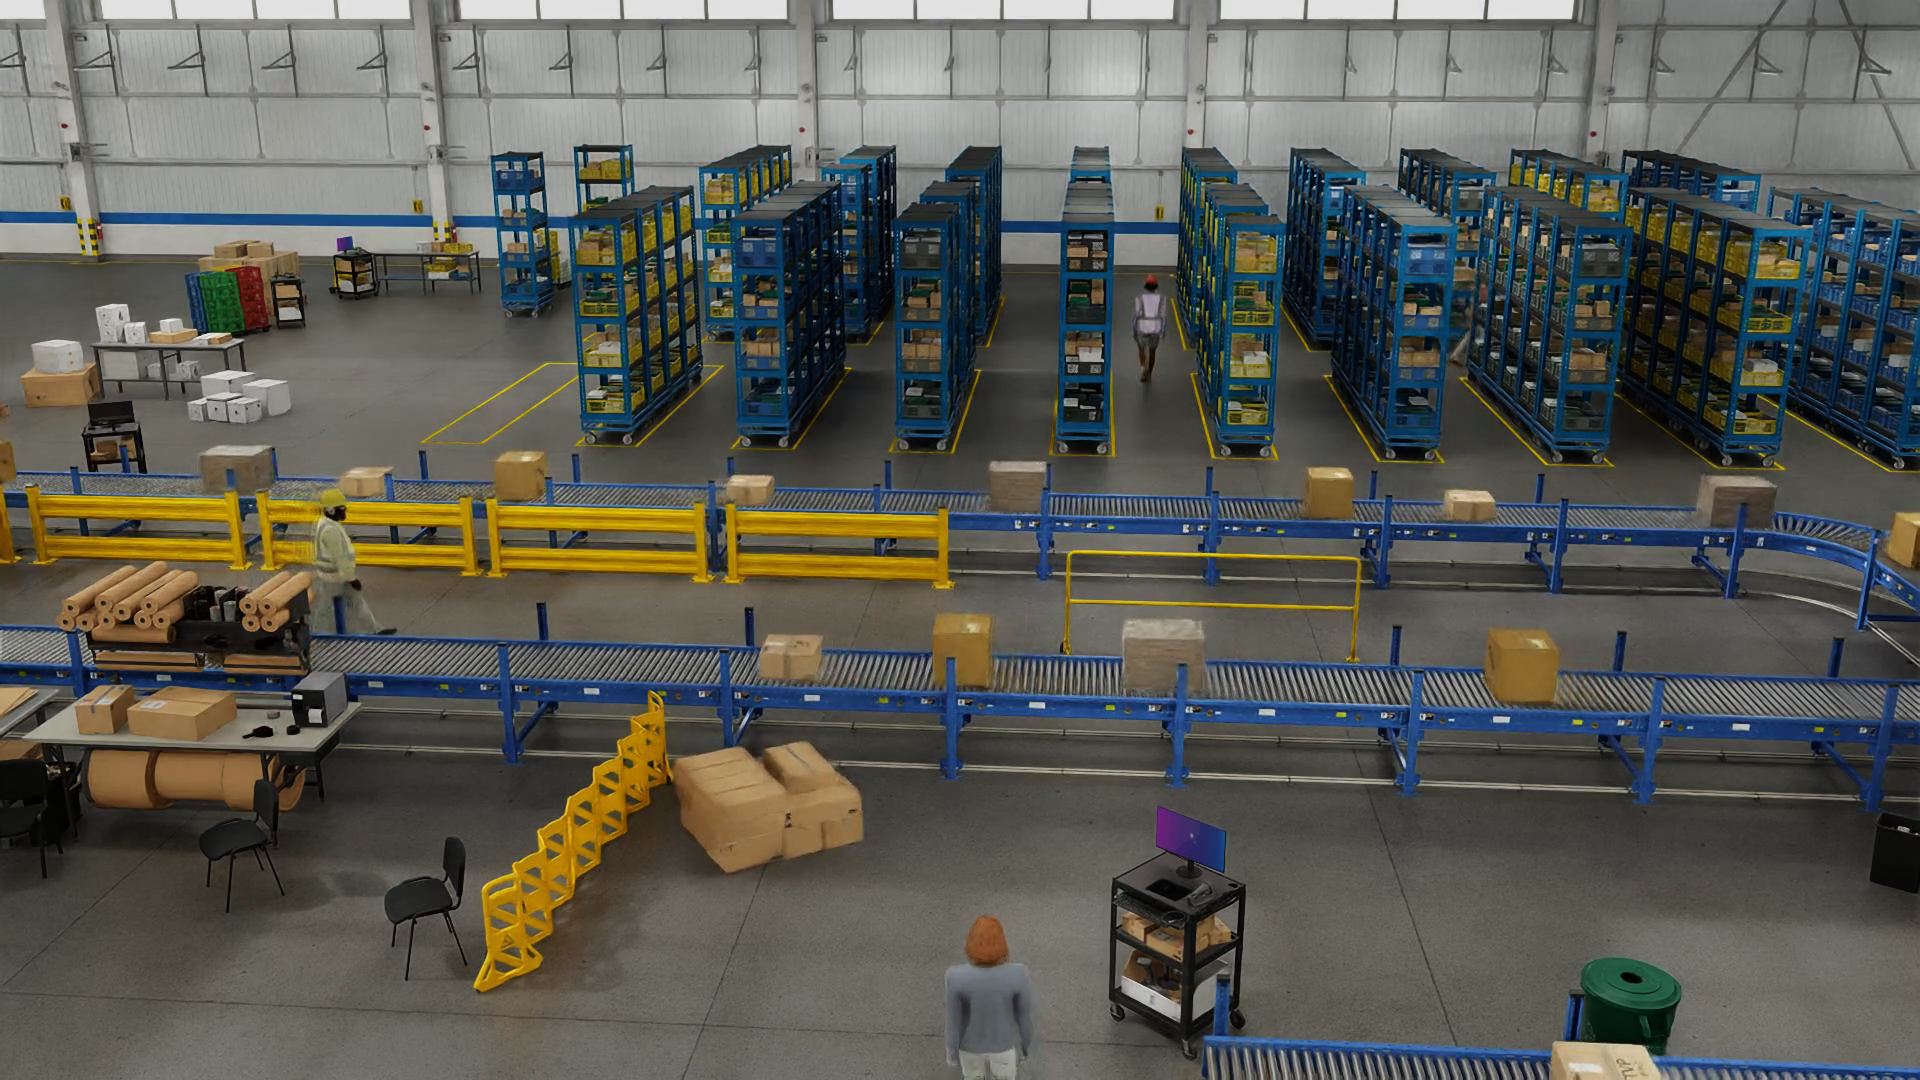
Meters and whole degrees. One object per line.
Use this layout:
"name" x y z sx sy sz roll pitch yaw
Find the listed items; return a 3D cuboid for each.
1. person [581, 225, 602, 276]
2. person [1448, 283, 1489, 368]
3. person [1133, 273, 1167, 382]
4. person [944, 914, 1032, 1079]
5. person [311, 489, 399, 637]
"person" -9.345 -7.565 42.770 0.880 1.706 0.570 1 18 2
"person" 9.885 -4.206 31.750 1.054 1.933 0.660 6 19 19
"person" 3.483 -3.869 30.527 0.613 2.023 0.597 0 17 0
"person" 0.163 2.942 9.576 0.509 1.618 0.615 -1 18 -2
"person" -6.517 0.333 17.578 0.945 1.780 0.609 -5 18 -16
